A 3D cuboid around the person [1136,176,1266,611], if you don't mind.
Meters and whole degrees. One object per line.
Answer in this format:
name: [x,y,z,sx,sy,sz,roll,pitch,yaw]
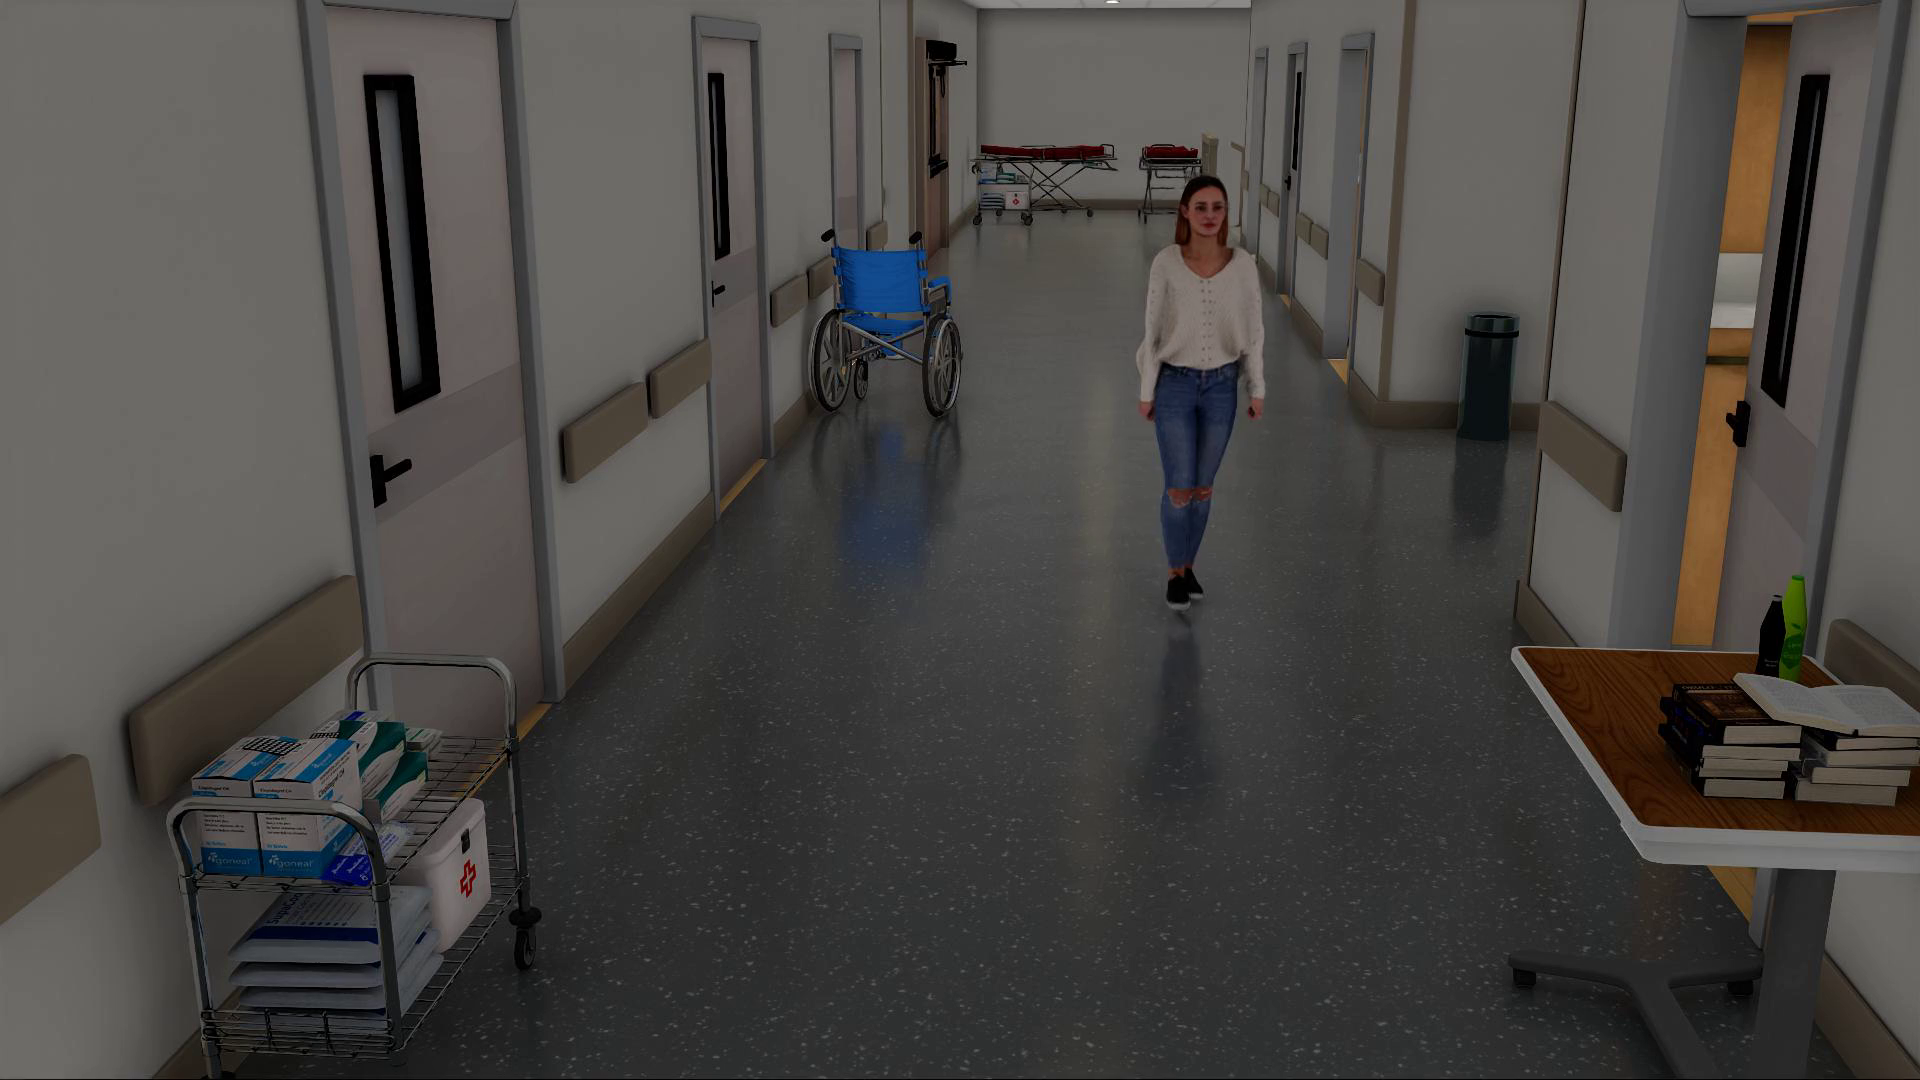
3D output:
person: [0.915,-0.585,6.604,0.695,1.680,0.726,-2,16,-7]
